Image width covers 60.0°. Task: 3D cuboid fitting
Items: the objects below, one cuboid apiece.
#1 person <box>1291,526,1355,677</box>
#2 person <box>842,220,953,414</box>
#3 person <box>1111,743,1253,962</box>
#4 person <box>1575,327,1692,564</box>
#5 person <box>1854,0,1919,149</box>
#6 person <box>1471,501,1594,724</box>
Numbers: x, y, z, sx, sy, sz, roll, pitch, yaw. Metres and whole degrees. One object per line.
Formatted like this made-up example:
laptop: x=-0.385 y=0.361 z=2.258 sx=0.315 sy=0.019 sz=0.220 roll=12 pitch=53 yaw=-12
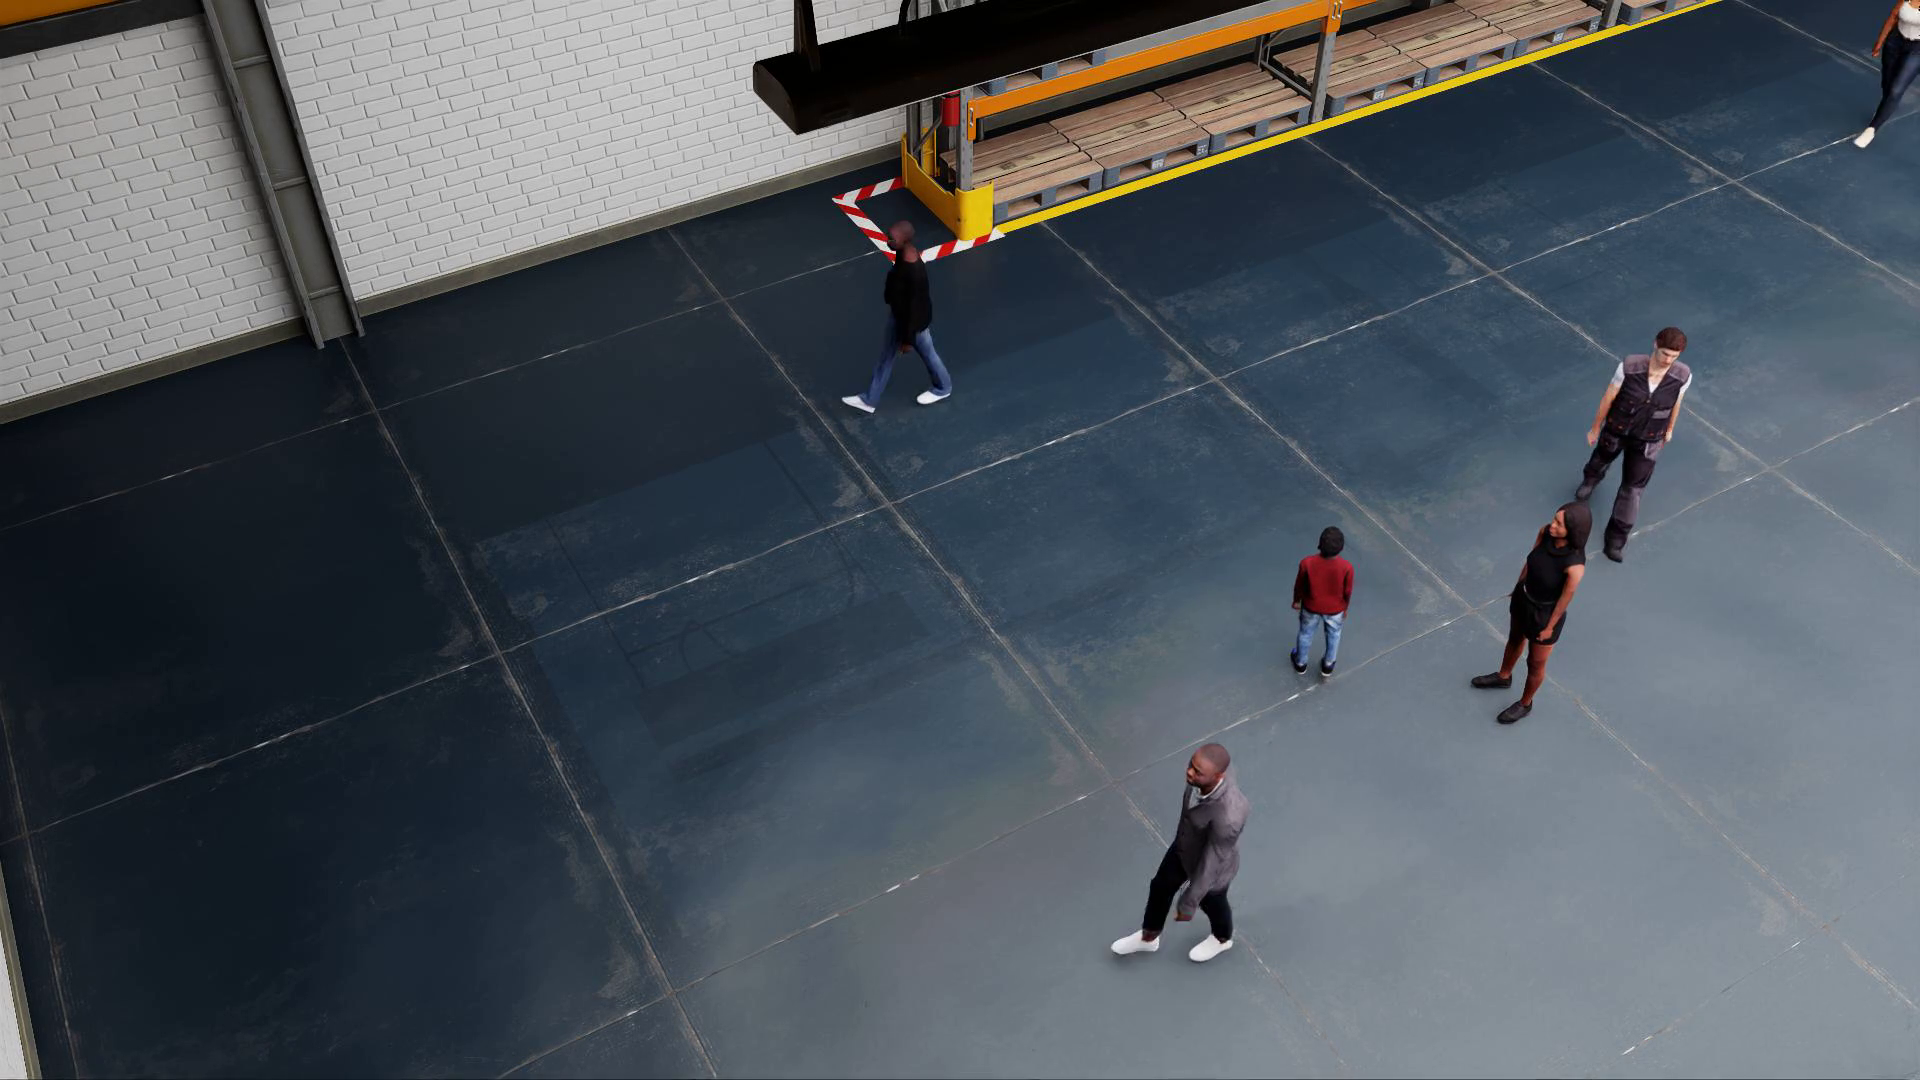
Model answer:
person: x=2.344 y=0.413 z=10.732 sx=0.584 sy=1.254 sz=0.653 roll=8 pitch=44 yaw=8
person: x=-0.296 y=-1.677 z=12.601 sx=1.147 sy=1.703 sz=0.699 roll=-17 pitch=46 yaw=-17
person: x=1.402 y=1.703 z=8.989 sx=1.001 sy=1.790 sz=0.848 roll=-15 pitch=46 yaw=-15
person: x=4.703 y=-0.806 z=11.629 sx=1.219 sy=1.782 sz=1.345 roll=16 pitch=46 yaw=16
person: x=8.955 y=-4.643 z=15.674 sx=1.265 sy=1.759 sz=0.851 roll=-32 pitch=52 yaw=-29
person: x=3.608 y=0.429 z=10.363 sx=0.597 sy=1.741 sz=0.641 roll=-12 pitch=45 yaw=-12
